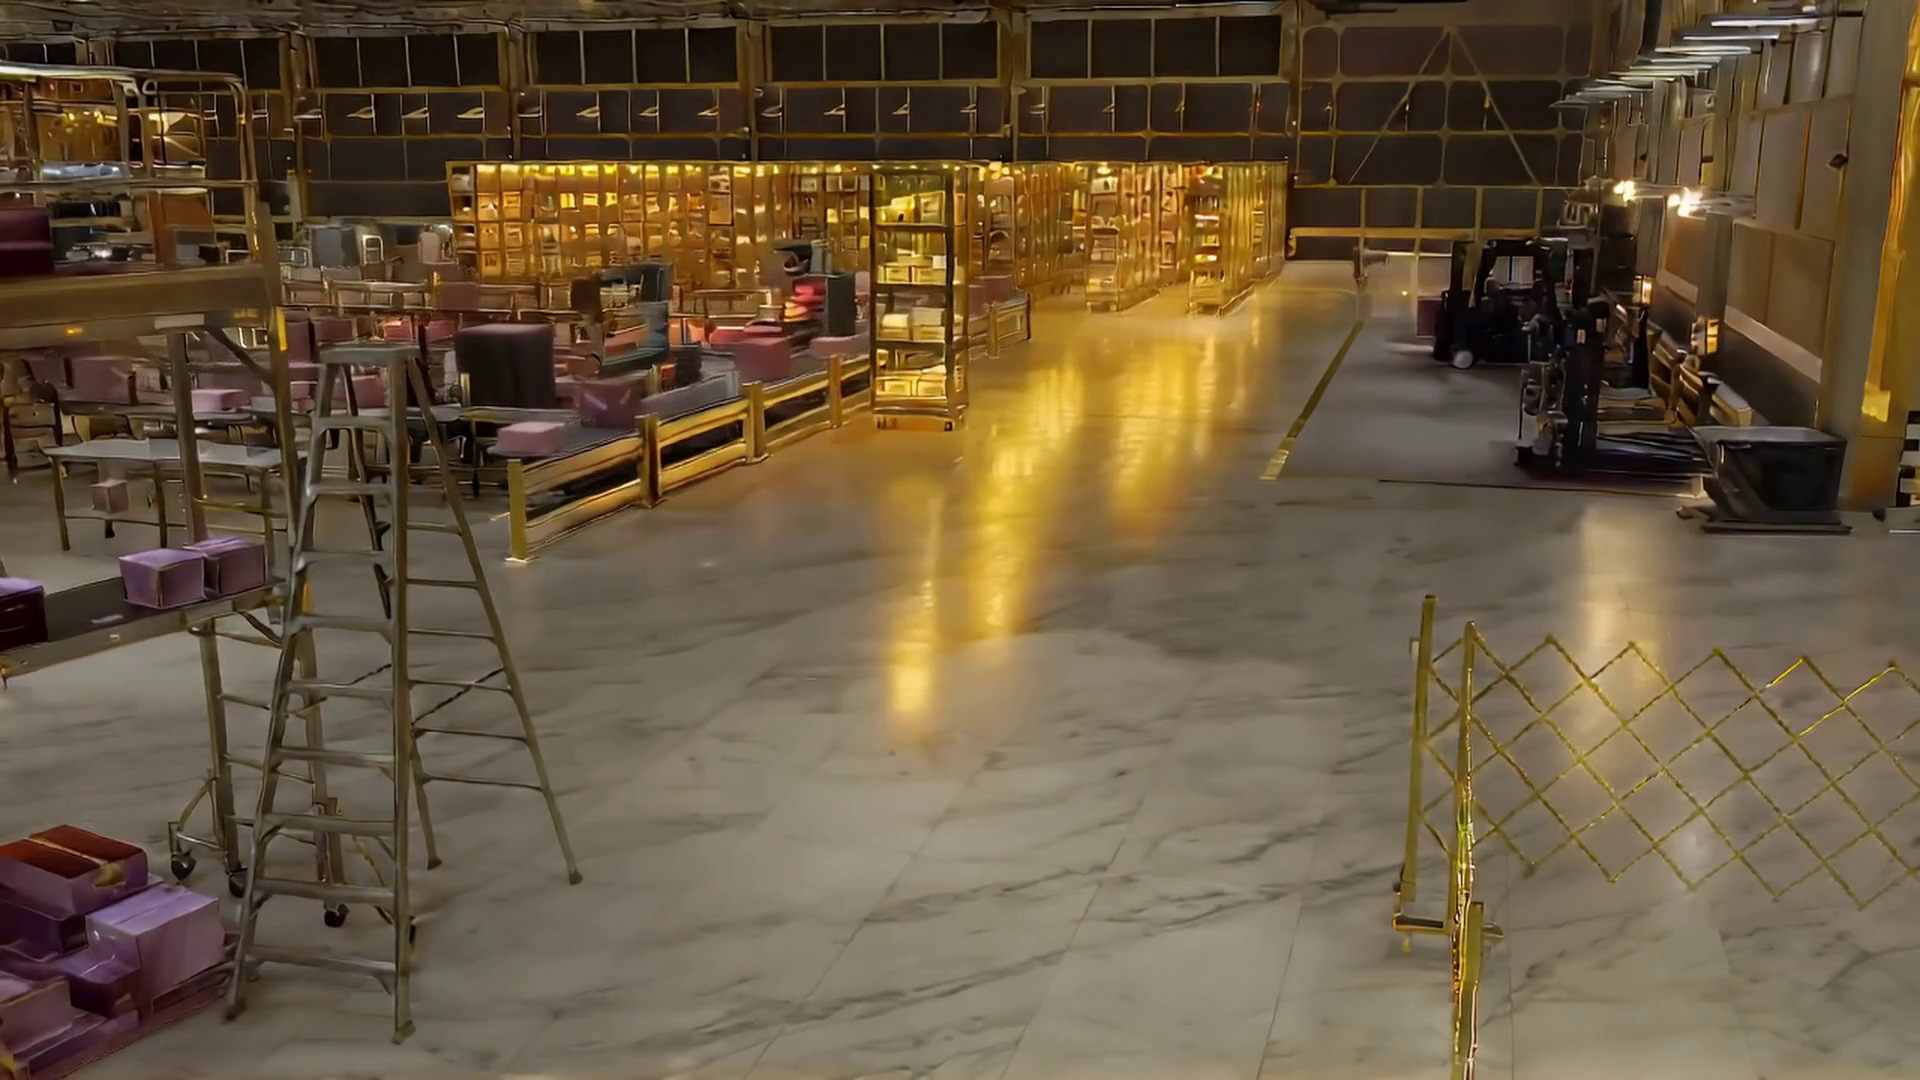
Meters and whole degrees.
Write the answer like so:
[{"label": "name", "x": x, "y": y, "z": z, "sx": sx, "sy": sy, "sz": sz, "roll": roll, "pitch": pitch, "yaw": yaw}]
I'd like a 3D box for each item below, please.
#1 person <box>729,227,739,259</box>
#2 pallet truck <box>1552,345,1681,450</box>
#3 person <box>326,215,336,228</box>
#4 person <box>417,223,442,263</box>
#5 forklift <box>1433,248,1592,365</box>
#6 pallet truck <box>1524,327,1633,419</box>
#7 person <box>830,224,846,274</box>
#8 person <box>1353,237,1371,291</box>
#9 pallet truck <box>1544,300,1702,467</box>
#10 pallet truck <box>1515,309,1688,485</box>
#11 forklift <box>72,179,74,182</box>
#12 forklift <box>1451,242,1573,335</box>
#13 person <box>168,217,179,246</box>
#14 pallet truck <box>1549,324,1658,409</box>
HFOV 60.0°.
[{"label": "person", "x": -7.135, "y": -9.208, "z": 51.981, "sx": 0.396, "sy": 1.992, "sz": 0.623, "roll": 12, "pitch": 18, "yaw": 42}, {"label": "pallet truck", "x": 8.641, "y": -1.896, "z": 21.908, "sx": 1.630, "sy": 1.274, "sz": 0.653, "roll": 4, "pitch": 14, "yaw": 16}, {"label": "person", "x": -22.042, "y": -10.498, "z": 58.175, "sx": 0.873, "sy": 1.693, "sz": 0.508, "roll": 4, "pitch": 14, "yaw": 15}, {"label": "person", "x": -14.924, "y": -7.974, "z": 46.887, "sx": 0.664, "sy": 1.885, "sz": 0.432, "roll": 0, "pitch": 13, "yaw": -2}, {"label": "forklift", "x": 9.780, "y": -4.111, "z": 29.280, "sx": 2.680, "sy": 1.987, "sz": 1.157, "roll": 3, "pitch": 13, "yaw": 14}, {"label": "pallet truck", "x": 9.065, "y": -2.460, "z": 24.370, "sx": 1.522, "sy": 1.261, "sz": 0.704, "roll": 3, "pitch": 13, "yaw": 14}, {"label": "person", "x": -3.561, "y": -8.583, "z": 49.631, "sx": 0.607, "sy": 1.833, "sz": 0.579, "roll": 3, "pitch": 13, "yaw": 14}, {"label": "person", "x": 9.772, "y": -6.450, "z": 40.453, "sx": 0.404, "sy": 1.824, "sz": 0.586, "roll": 9, "pitch": 16, "yaw": 35}, {"label": "pallet truck", "x": 8.263, "y": -1.952, "z": 20.631, "sx": 1.885, "sy": 1.965, "sz": 0.823, "roll": 5, "pitch": 14, "yaw": 20}, {"label": "pallet truck", "x": 7.554, "y": -1.677, "z": 19.446, "sx": 1.885, "sy": 1.965, "sz": 0.823, "roll": 3, "pitch": 13, "yaw": 14}, {"label": "forklift", "x": -35.400, "y": -13.091, "z": 66.819, "sx": 1.873, "sy": 2.768, "sz": 1.129, "roll": 4, "pitch": 14, "yaw": 16}, {"label": "forklift", "x": 10.464, "y": -4.597, "z": 31.405, "sx": 2.680, "sy": 1.987, "sz": 1.157, "roll": 4, "pitch": 14, "yaw": 16}, {"label": "person", "x": -24.478, "y": -9.057, "z": 51.429, "sx": 0.618, "sy": 1.945, "sz": 0.394, "roll": -6, "pitch": 14, "yaw": -23}, {"label": "pallet truck", "x": 9.824, "y": -2.669, "z": 25.407, "sx": 1.601, "sy": 1.201, "sz": 0.680, "roll": 4, "pitch": 14, "yaw": 16}]
